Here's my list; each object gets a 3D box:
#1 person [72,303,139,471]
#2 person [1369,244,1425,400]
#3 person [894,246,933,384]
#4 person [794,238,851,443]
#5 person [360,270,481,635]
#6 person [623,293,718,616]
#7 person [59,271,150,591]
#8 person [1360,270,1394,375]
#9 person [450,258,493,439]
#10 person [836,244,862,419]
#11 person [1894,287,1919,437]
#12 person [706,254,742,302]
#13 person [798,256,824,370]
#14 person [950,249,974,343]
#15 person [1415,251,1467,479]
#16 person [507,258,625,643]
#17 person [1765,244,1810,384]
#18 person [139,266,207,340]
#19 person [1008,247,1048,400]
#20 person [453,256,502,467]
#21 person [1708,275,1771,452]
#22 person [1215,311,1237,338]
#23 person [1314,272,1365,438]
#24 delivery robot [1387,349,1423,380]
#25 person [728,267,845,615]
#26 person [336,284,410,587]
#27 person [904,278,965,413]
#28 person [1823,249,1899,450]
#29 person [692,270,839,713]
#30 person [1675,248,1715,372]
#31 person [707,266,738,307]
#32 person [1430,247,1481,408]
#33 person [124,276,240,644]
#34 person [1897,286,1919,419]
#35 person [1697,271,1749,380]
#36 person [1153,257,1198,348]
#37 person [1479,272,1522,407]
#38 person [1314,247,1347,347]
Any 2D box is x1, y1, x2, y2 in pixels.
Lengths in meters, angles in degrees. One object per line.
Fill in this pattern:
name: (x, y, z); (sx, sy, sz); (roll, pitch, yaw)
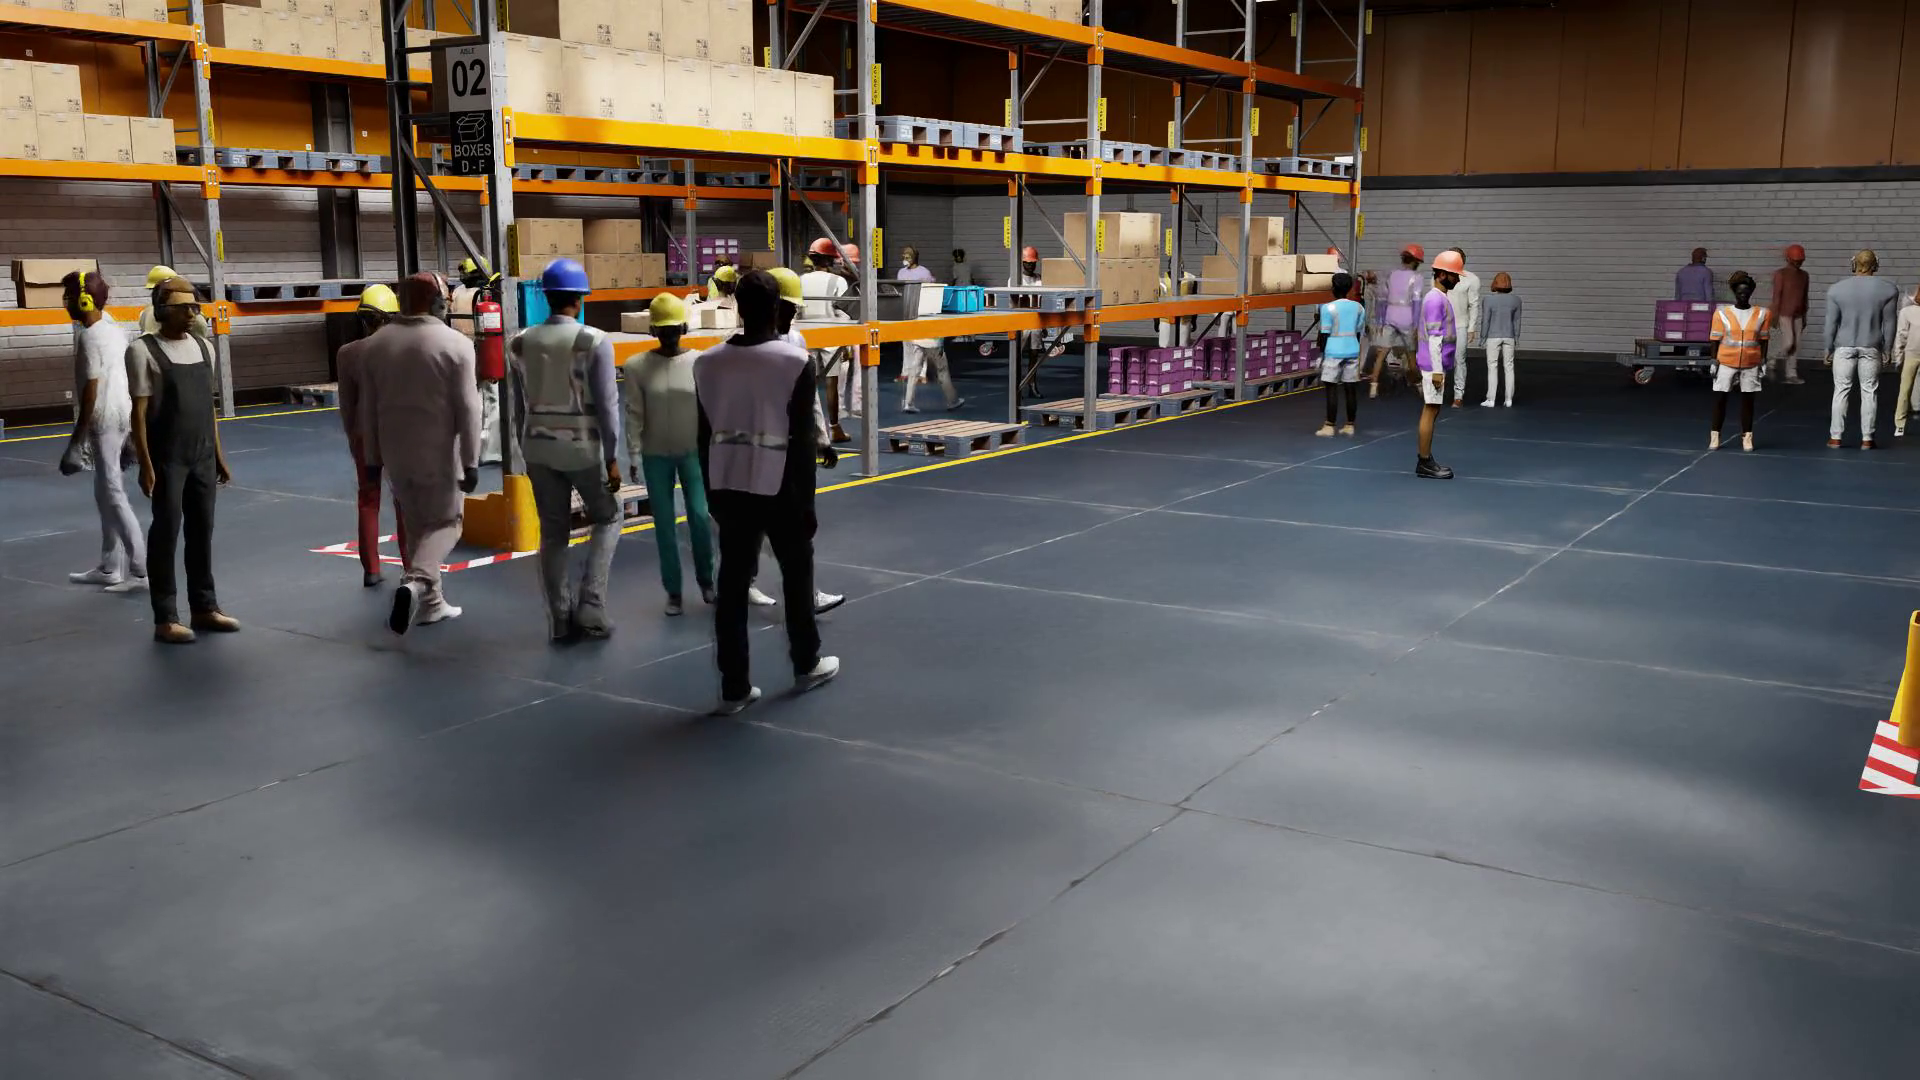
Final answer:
person: (-7.601, -1.479, 14.729); (0.494, 1.712, 0.796); (4, 11, 22)
person: (5.626, -2.767, 21.175); (1.133, 1.952, 0.693); (-9, 13, -39)
person: (-0.666, -3.169, 23.491); (0.627, 1.934, 0.370); (8, 13, 39)
person: (-1.376, -1.986, 16.637); (0.609, 2.040, 0.394); (4, 11, 23)
person: (-2.780, -0.432, 8.512); (0.665, 1.876, 0.747); (3, 11, 16)
person: (-1.532, -0.448, 8.931); (0.524, 1.747, 0.395); (-1, 10, -5)
person: (-4.967, -0.599, 9.589); (0.615, 1.852, 0.558); (-2, 10, -10)
person: (6.229, -3.233, 24.800); (0.836, 1.587, 0.533); (5, 11, 25)
person: (-4.978, -1.958, 17.036); (0.626, 1.844, 0.429); (6, 12, 30)
person: (-1.236, -2.348, 18.823); (0.545, 1.978, 0.660); (10, 14, 43)
person: (9.890, -1.859, 17.092); (0.502, 1.628, 0.288); (4, 11, 20)
person: (-3.048, -2.800, 21.698); (0.625, 1.843, 0.430); (5, 11, 27)
person: (-2.292, -3.472, 25.582); (0.605, 1.784, 0.923); (4, 11, 21)
person: (0.066, -4.816, 32.885); (0.609, 1.842, 0.371); (-7, 12, -34)
person: (4.091, -1.488, 14.191); (0.369, 1.929, 0.542); (3, 11, 15)
person: (-1.960, -0.444, 8.396); (0.630, 1.927, 0.480); (3, 11, 18)
person: (11.646, -3.160, 23.342); (0.664, 1.963, 0.477); (-4, 11, -22)
person: (-6.240, -1.257, 13.211); (0.591, 1.823, 0.405); (2, 11, 13)
person: (0.876, -2.746, 21.133); (0.551, 1.934, 0.373); (-4, 11, -23)
person: (-4.296, -1.592, 14.882); (0.602, 1.880, 0.582); (4, 11, 23)
person: (7.467, -1.687, 15.965); (0.537, 1.690, 0.322); (3, 11, 17)
person: (4.056, -3.385, 24.856); (0.568, 1.878, 0.351); (-3, 11, -14)
person: (3.899, -1.892, 17.070); (0.537, 1.697, 0.320); (-4, 11, -23)
delivery robot: (6.172, -2.385, 22.704); (0.707, 0.478, 0.477); (-7, 12, -33)
person: (-0.937, -0.515, 8.976); (0.950, 1.870, 0.581); (6, 12, 30)
person: (-3.348, -0.598, 9.708); (0.524, 1.769, 0.308); (1, 10, 6)
person: (-0.336, -2.282, 19.549); (0.518, 1.576, 0.926); (9, 14, 42)
person: (8.700, -1.838, 16.113); (0.627, 1.934, 0.371); (5, 12, 28)
person: (-0.838, -0.230, 7.333); (0.610, 1.886, 0.844); (4, 11, 19)
person: (11.316, -3.533, 25.581); (0.407, 1.904, 0.655); (-5, 12, -27)
person: (-2.343, -1.851, 16.651); (0.533, 1.766, 0.326); (10, 14, 44)
person: (5.939, -2.558, 20.093); (0.630, 1.938, 0.372); (7, 12, 34)
person: (-3.951, -0.409, 8.445); (0.328, 1.842, 0.515); (5, 11, 24)
person: (11.072, -2.299, 19.016); (0.626, 1.800, 0.805); (6, 12, 32)
person: (11.053, -3.070, 23.876); (0.482, 1.590, 0.814); (-8, 13, -38)
person: (2.986, -3.046, 23.090); (0.625, 1.836, 0.429); (0, 10, 1)
person: (6.561, -2.430, 20.224); (0.501, 1.633, 0.282); (-1, 10, -4)
person: (5.701, -3.536, 25.536); (0.549, 1.926, 0.382); (-2, 10, -12)
